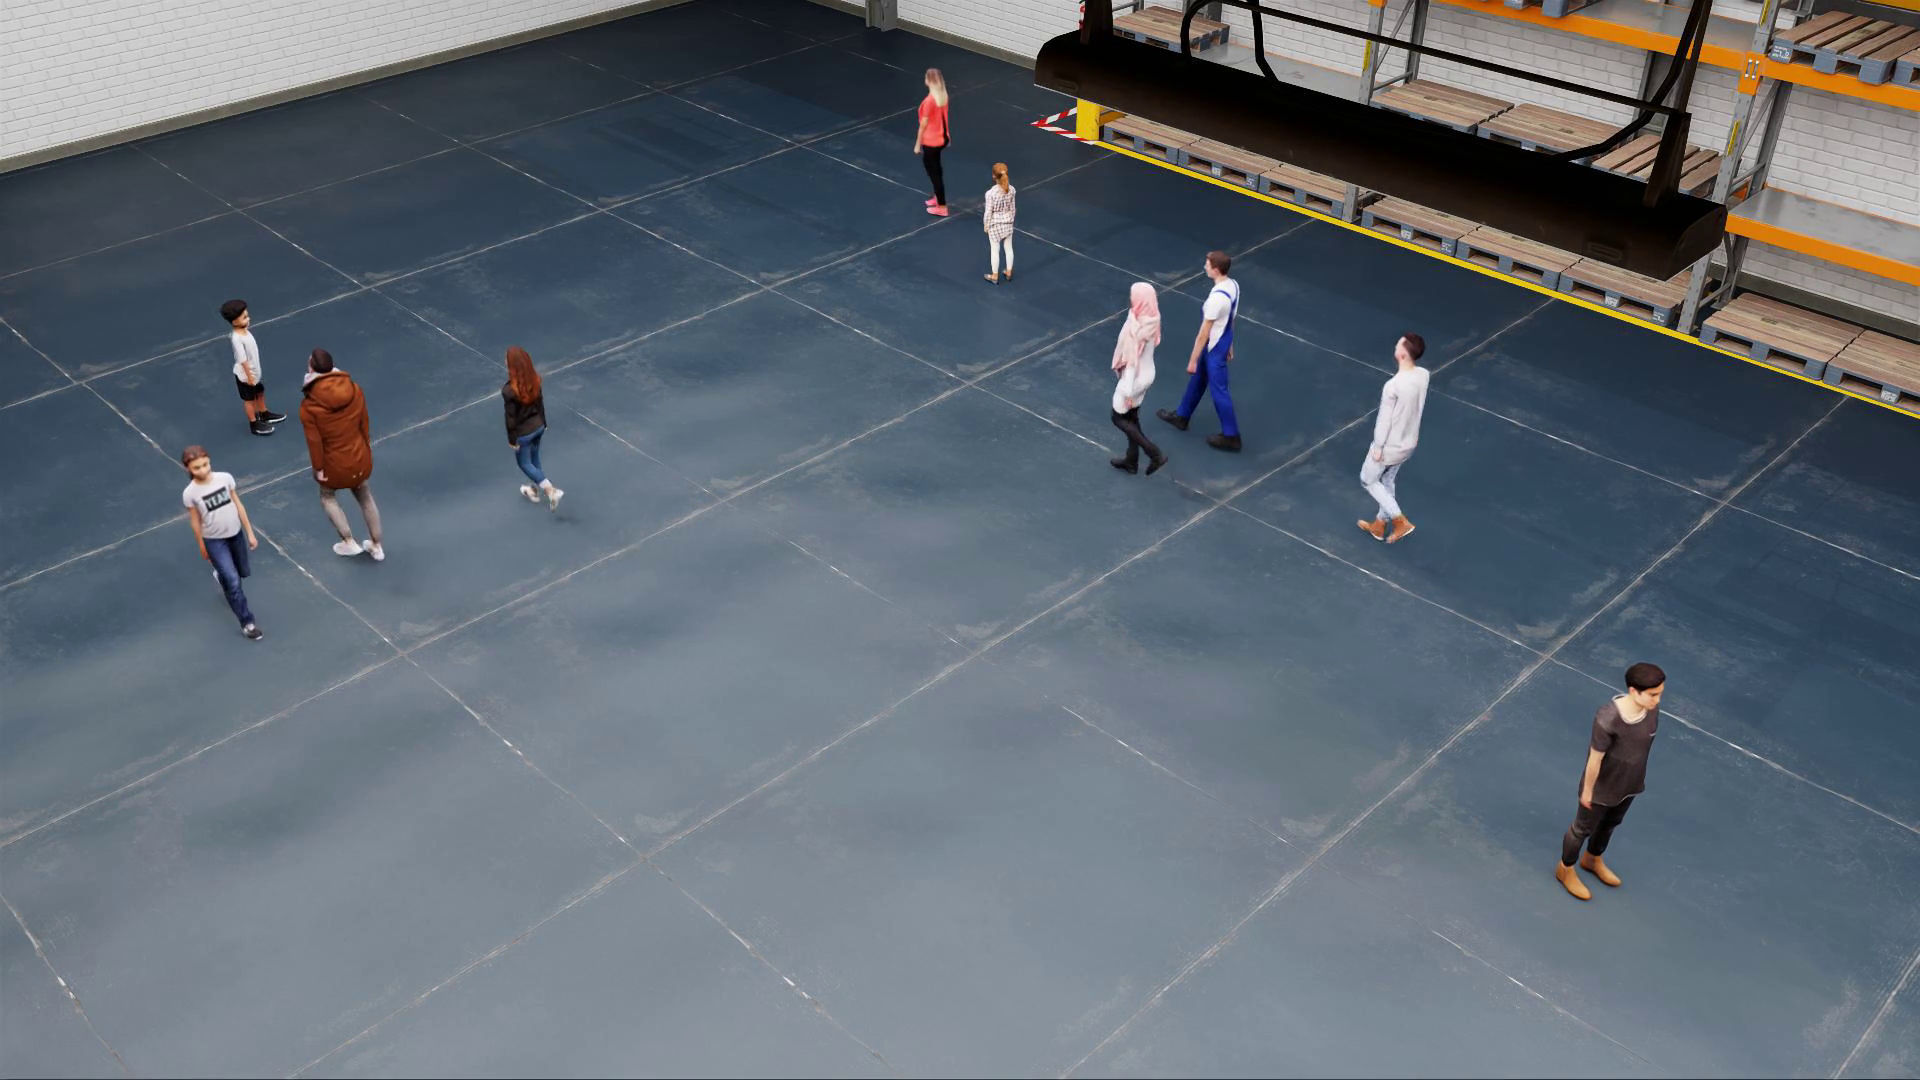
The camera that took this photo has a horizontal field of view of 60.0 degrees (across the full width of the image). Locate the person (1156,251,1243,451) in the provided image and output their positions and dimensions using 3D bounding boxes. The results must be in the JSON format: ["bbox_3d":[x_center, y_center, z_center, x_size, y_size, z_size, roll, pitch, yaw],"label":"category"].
[{"bbox_3d":[2.271,-1.601,14.325,1.164,1.816,0.842,18,38,25],"label":"person"}]

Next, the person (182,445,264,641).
[{"bbox_3d":[-5.444,-0.044,12.233,0.949,1.539,0.575,26,42,34],"label":"person"}]

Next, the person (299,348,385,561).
[{"bbox_3d":[-4.709,-0.598,12.811,0.708,1.822,0.721,26,42,34],"label":"person"}]

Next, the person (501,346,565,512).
[{"bbox_3d":[-3.492,-0.894,13.576,0.873,1.469,0.667,20,39,28],"label":"person"}]

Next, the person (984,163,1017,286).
[{"bbox_3d":[0.426,-3.310,17.351,0.589,1.312,0.604,-16,37,-22],"label":"person"}]

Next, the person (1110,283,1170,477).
[{"bbox_3d":[1.551,-1.293,13.885,0.863,1.791,0.706,22,39,29],"label":"person"}]

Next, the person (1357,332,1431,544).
[{"bbox_3d":[3.462,-0.745,13.029,0.738,1.825,0.824,-24,40,-31],"label":"person"}]

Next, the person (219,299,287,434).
[{"bbox_3d":[-6.343,-1.543,14.744,0.658,1.256,0.590,-4,34,-6],"label":"person"}]

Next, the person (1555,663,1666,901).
[{"bbox_3d":[3.870,1.402,9.903,0.678,1.711,0.666,-13,36,-19],"label":"person"}]

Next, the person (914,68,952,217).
[{"bbox_3d":[-0.205,-4.456,18.742,0.709,1.682,0.682,16,37,22],"label":"person"}]
